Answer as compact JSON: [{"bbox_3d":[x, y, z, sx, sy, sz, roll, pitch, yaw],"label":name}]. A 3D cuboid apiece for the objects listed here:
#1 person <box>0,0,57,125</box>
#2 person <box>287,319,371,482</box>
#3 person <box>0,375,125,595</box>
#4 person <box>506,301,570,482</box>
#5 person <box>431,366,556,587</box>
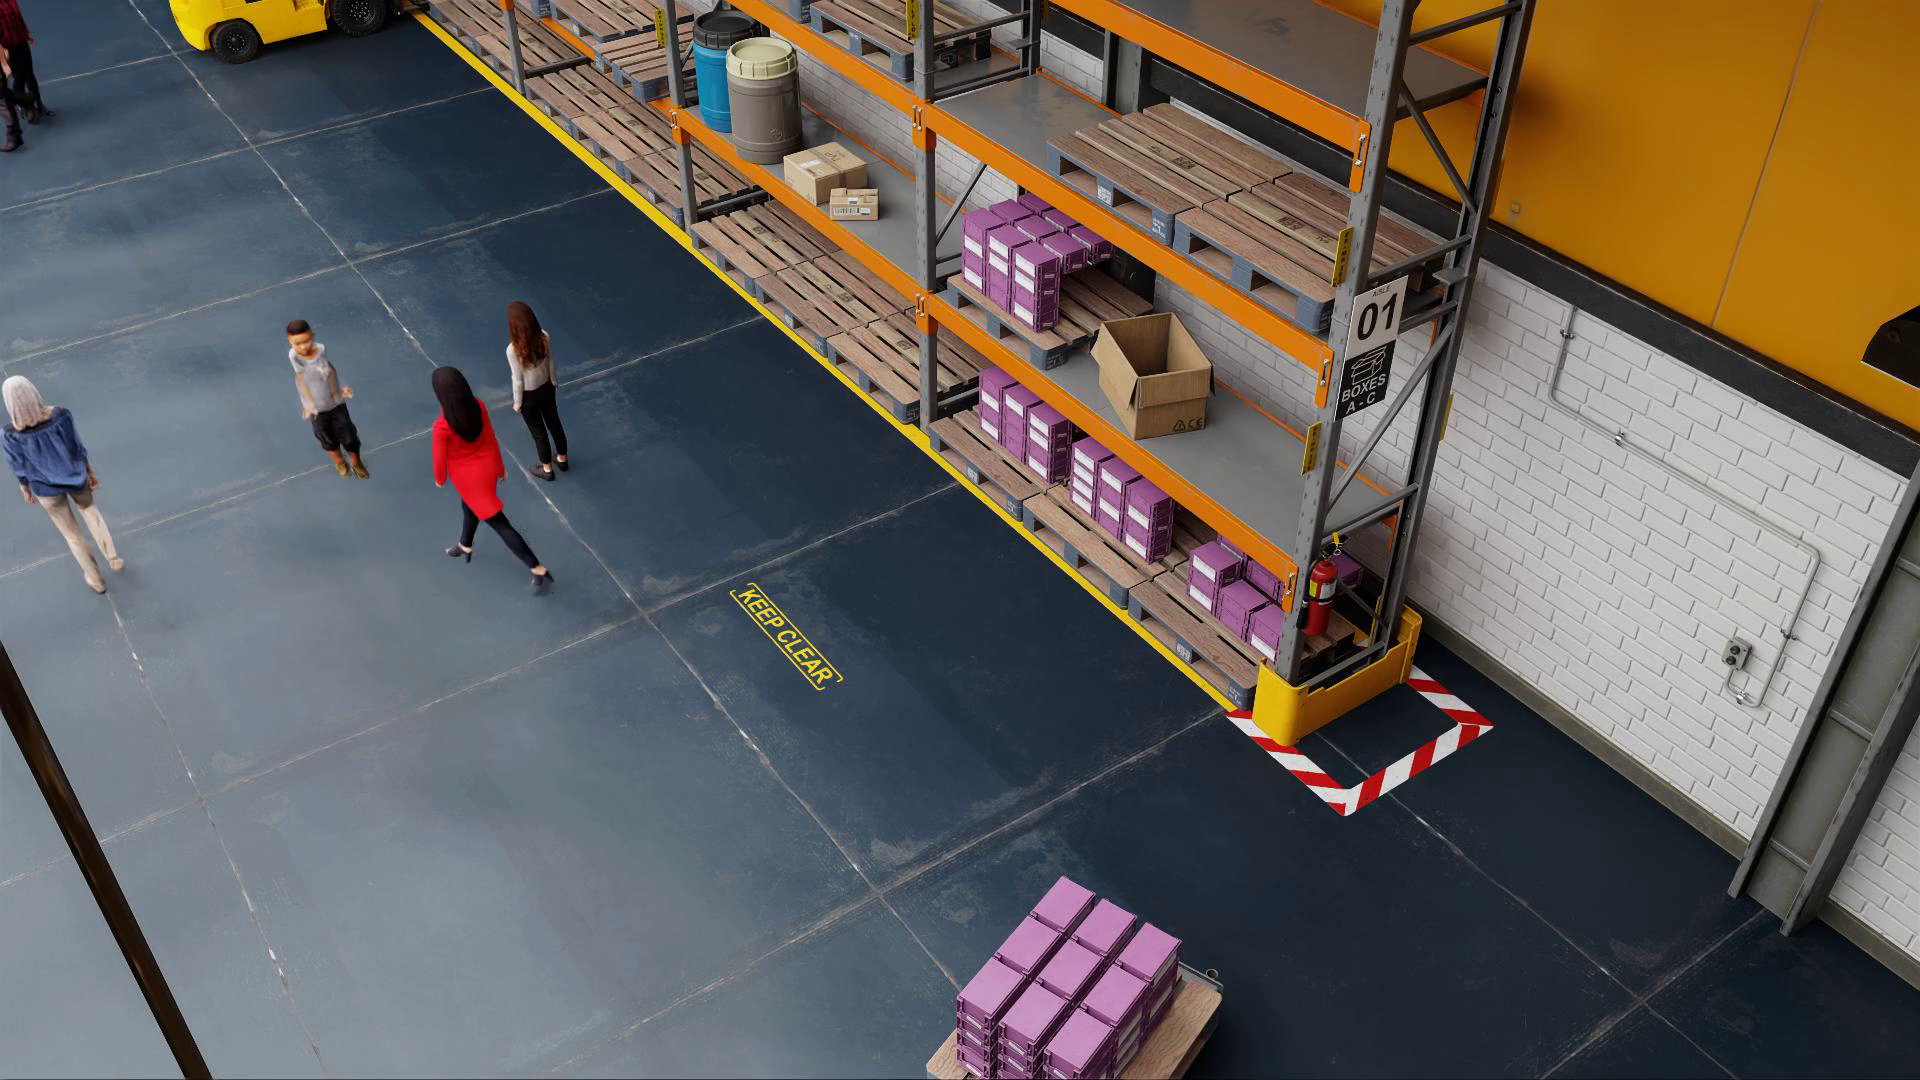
[{"bbox_3d":[-9.913,-5.190,17.345,0.729,1.656,0.679,8,39,10],"label":"person"},{"bbox_3d":[-4.783,-1.114,12.412,0.605,1.443,0.659,-19,42,-22],"label":"person"},{"bbox_3d":[-6.029,-0.325,11.231,0.638,1.683,0.665,30,48,32],"label":"person"},{"bbox_3d":[-3.150,-1.107,12.370,0.558,1.484,0.599,27,46,29],"label":"person"},{"bbox_3d":[-3.193,-0.357,11.263,1.226,1.695,1.008,16,41,19],"label":"person"}]
